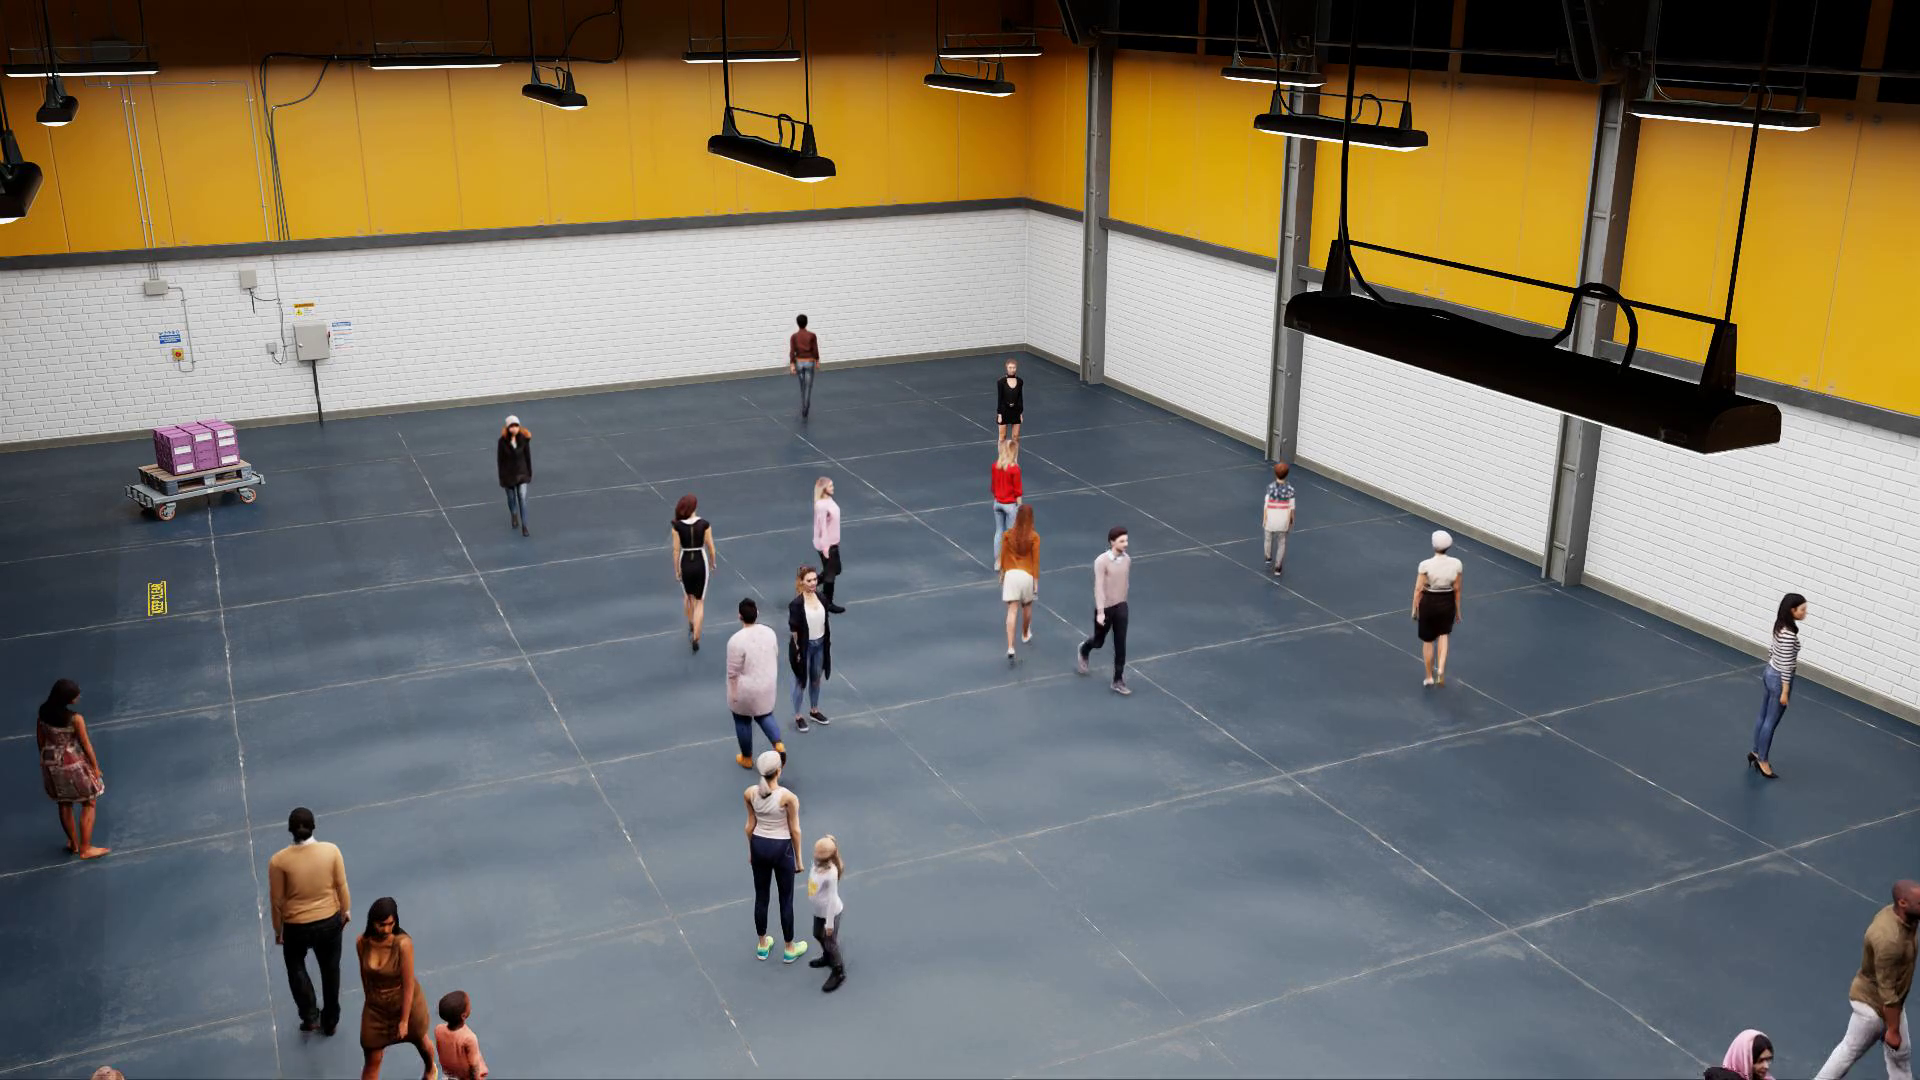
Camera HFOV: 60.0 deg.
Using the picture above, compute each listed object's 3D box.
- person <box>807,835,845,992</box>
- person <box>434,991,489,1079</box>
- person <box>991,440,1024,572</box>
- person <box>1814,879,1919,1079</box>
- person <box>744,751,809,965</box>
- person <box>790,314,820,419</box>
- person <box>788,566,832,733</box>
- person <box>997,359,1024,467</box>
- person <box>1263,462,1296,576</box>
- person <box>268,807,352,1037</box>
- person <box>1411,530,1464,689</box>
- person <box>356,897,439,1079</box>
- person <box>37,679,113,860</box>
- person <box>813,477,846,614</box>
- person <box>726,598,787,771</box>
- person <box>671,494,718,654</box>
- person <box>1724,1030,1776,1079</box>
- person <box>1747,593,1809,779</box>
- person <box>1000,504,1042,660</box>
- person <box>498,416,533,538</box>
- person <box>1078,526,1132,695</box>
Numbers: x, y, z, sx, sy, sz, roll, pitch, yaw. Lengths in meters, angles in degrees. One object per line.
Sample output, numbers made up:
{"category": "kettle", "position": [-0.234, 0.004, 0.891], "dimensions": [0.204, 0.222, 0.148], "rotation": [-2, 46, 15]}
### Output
{"category": "person", "position": [-0.960, 2.721, 12.276], "dimensions": [0.696, 1.252, 0.502], "rotation": [-6, 20, -17]}
{"category": "person", "position": [-3.112, 3.382, 10.238], "dimensions": [0.869, 1.298, 0.886], "rotation": [9, 20, 24]}
{"category": "person", "position": [0.579, -0.430, 20.922], "dimensions": [0.606, 1.704, 0.753], "rotation": [15, 24, 37]}
{"category": "person", "position": [5.828, 2.963, 10.712], "dimensions": [1.170, 1.791, 0.983], "rotation": [17, 25, 41]}
{"category": "person", "position": [-1.414, 2.385, 12.558], "dimensions": [0.676, 1.707, 0.726], "rotation": [6, 19, 16]}
{"category": "person", "position": [-2.628, -2.917, 28.260], "dimensions": [1.020, 1.735, 1.253], "rotation": [1, 19, 4]}
{"category": "person", "position": [-1.508, 1.056, 16.542], "dimensions": [0.680, 1.683, 0.639], "rotation": [-14, 23, -36]}
{"category": "person", "position": [0.759, -1.872, 25.105], "dimensions": [0.603, 1.768, 0.563], "rotation": [-5, 19, -14]}
{"category": "person", "position": [3.991, -0.250, 20.851], "dimensions": [0.841, 1.408, 0.965], "rotation": [3, 19, 10]}
{"category": "person", "position": [-4.499, 2.699, 11.563], "dimensions": [0.695, 1.747, 0.620], "rotation": [-10, 21, -28]}
{"category": "person", "position": [4.981, 0.778, 17.273], "dimensions": [0.809, 1.744, 0.873], "rotation": [0, 19, 1]}
{"category": "person", "position": [-3.620, 3.017, 10.803], "dimensions": [0.937, 1.631, 1.119], "rotation": [3, 19, 9]}
{"category": "person", "position": [-7.597, 1.919, 14.080], "dimensions": [0.800, 1.619, 0.800], "rotation": [-3, 19, -8]}
{"category": "person", "position": [-1.639, 0.055, 19.531], "dimensions": [0.875, 1.674, 0.840], "rotation": [3, 19, 9]}
{"category": "person", "position": [-1.899, 1.378, 15.517], "dimensions": [0.801, 1.728, 0.960], "rotation": [-14, 23, -36]}
{"category": "person", "position": [-2.942, 0.395, 18.370], "dimensions": [0.848, 1.771, 1.078], "rotation": [-1, 19, -3]}
{"category": "person", "position": [4.384, 3.484, 9.404], "dimensions": [0.660, 1.639, 0.602], "rotation": [-10, 21, -27]}
{"category": "person", "position": [7.633, 1.344, 15.516], "dimensions": [0.714, 1.794, 0.635], "rotation": [5, 19, 13]}
{"category": "person", "position": [0.644, 0.488, 18.235], "dimensions": [1.049, 1.680, 1.209], "rotation": [3, 19, 9]}
{"category": "person", "position": [-6.015, -0.881, 22.420], "dimensions": [0.708, 1.603, 1.070], "rotation": [-6, 20, -17]}
{"category": "person", "position": [1.536, 0.698, 17.440], "dimensions": [0.657, 1.788, 1.062], "rotation": [-10, 21, -28]}
